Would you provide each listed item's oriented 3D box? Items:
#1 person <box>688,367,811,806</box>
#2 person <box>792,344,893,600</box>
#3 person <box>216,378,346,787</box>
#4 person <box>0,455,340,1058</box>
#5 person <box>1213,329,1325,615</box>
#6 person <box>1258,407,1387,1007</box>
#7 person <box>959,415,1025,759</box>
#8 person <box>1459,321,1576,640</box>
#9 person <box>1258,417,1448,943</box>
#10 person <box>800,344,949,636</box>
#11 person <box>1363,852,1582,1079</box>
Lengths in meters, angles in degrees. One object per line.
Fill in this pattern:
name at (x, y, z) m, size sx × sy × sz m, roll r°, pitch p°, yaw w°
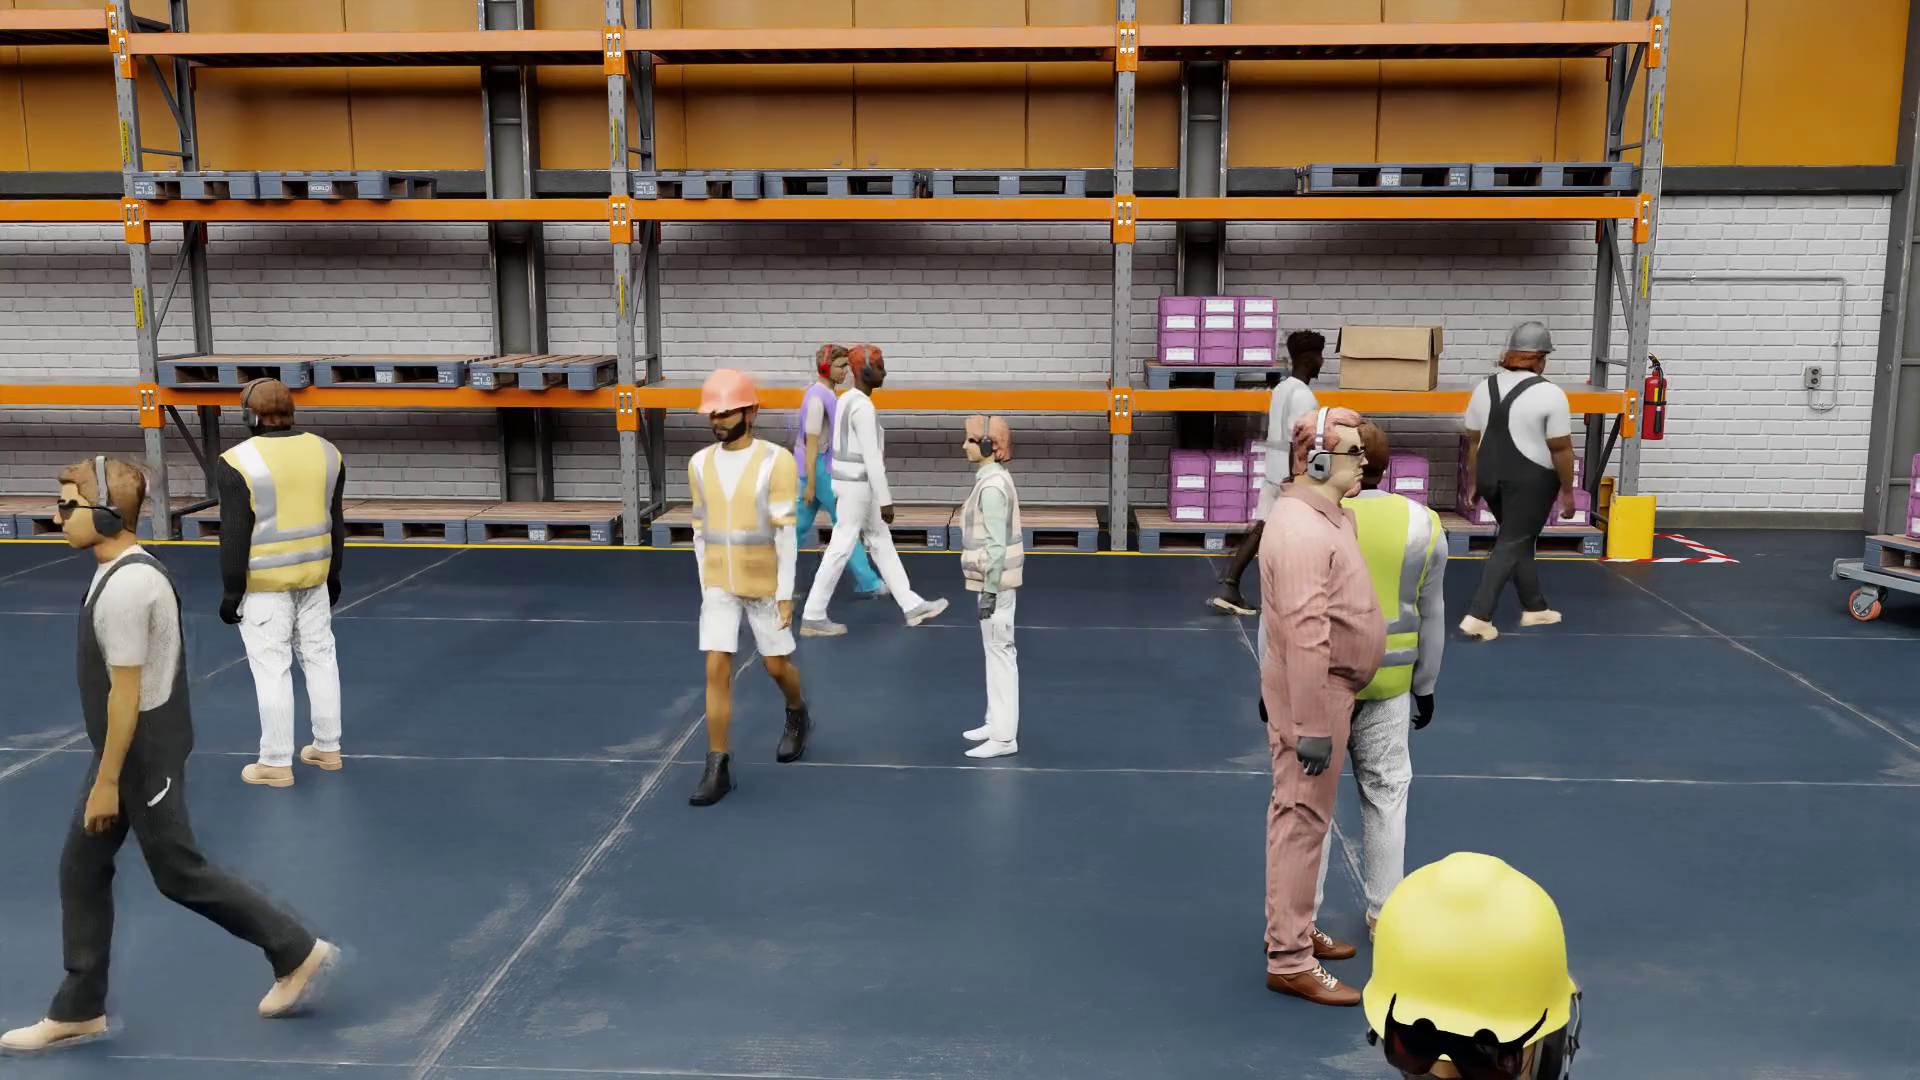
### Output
person at (-0.944, 0.167, 7.486) m, size 0.556 × 1.907 × 0.920 m, roll 3°, pitch 10°, yaw 17°
person at (-0.913, -0.448, 11.416) m, size 0.987 × 1.784 × 0.553 m, roll -1°, pitch 10°, yaw -4°
person at (-3.078, 0.186, 7.532) m, size 0.429 × 1.842 × 0.637 m, roll 6°, pitch 11°, yaw 30°
person at (-2.413, 0.636, 5.011) m, size 0.915 × 1.813 × 0.517 m, roll -6°, pitch 11°, yaw -31°
person at (2.168, -0.431, 10.962) m, size 1.057 × 1.913 × 0.614 m, roll -2°, pitch 10°, yaw -10°
person at (1.162, 0.518, 5.386) m, size 0.410 × 1.913 × 0.651 m, roll 2°, pitch 10°, yaw 11°
person at (0.150, 0.220, 7.925) m, size 0.315 × 1.640 × 0.515 m, roll 0°, pitch 10°, yaw 2°
person at (3.496, -0.405, 10.411) m, size 1.039 × 2.000 × 0.686 m, roll -5°, pitch 11°, yaw -28°
person at (1.335, 0.493, 5.733) m, size 0.633 × 1.843 × 0.429 m, roll 0°, pitch 10°, yaw 1°
person at (-0.571, -0.307, 10.455) m, size 1.000 × 1.824 × 0.605 m, roll -2°, pitch 10°, yaw -10°
person at (0.530, 1.194, 1.854) m, size 0.524 × 1.769 × 0.314 m, roll 4°, pitch 11°, yaw 23°
